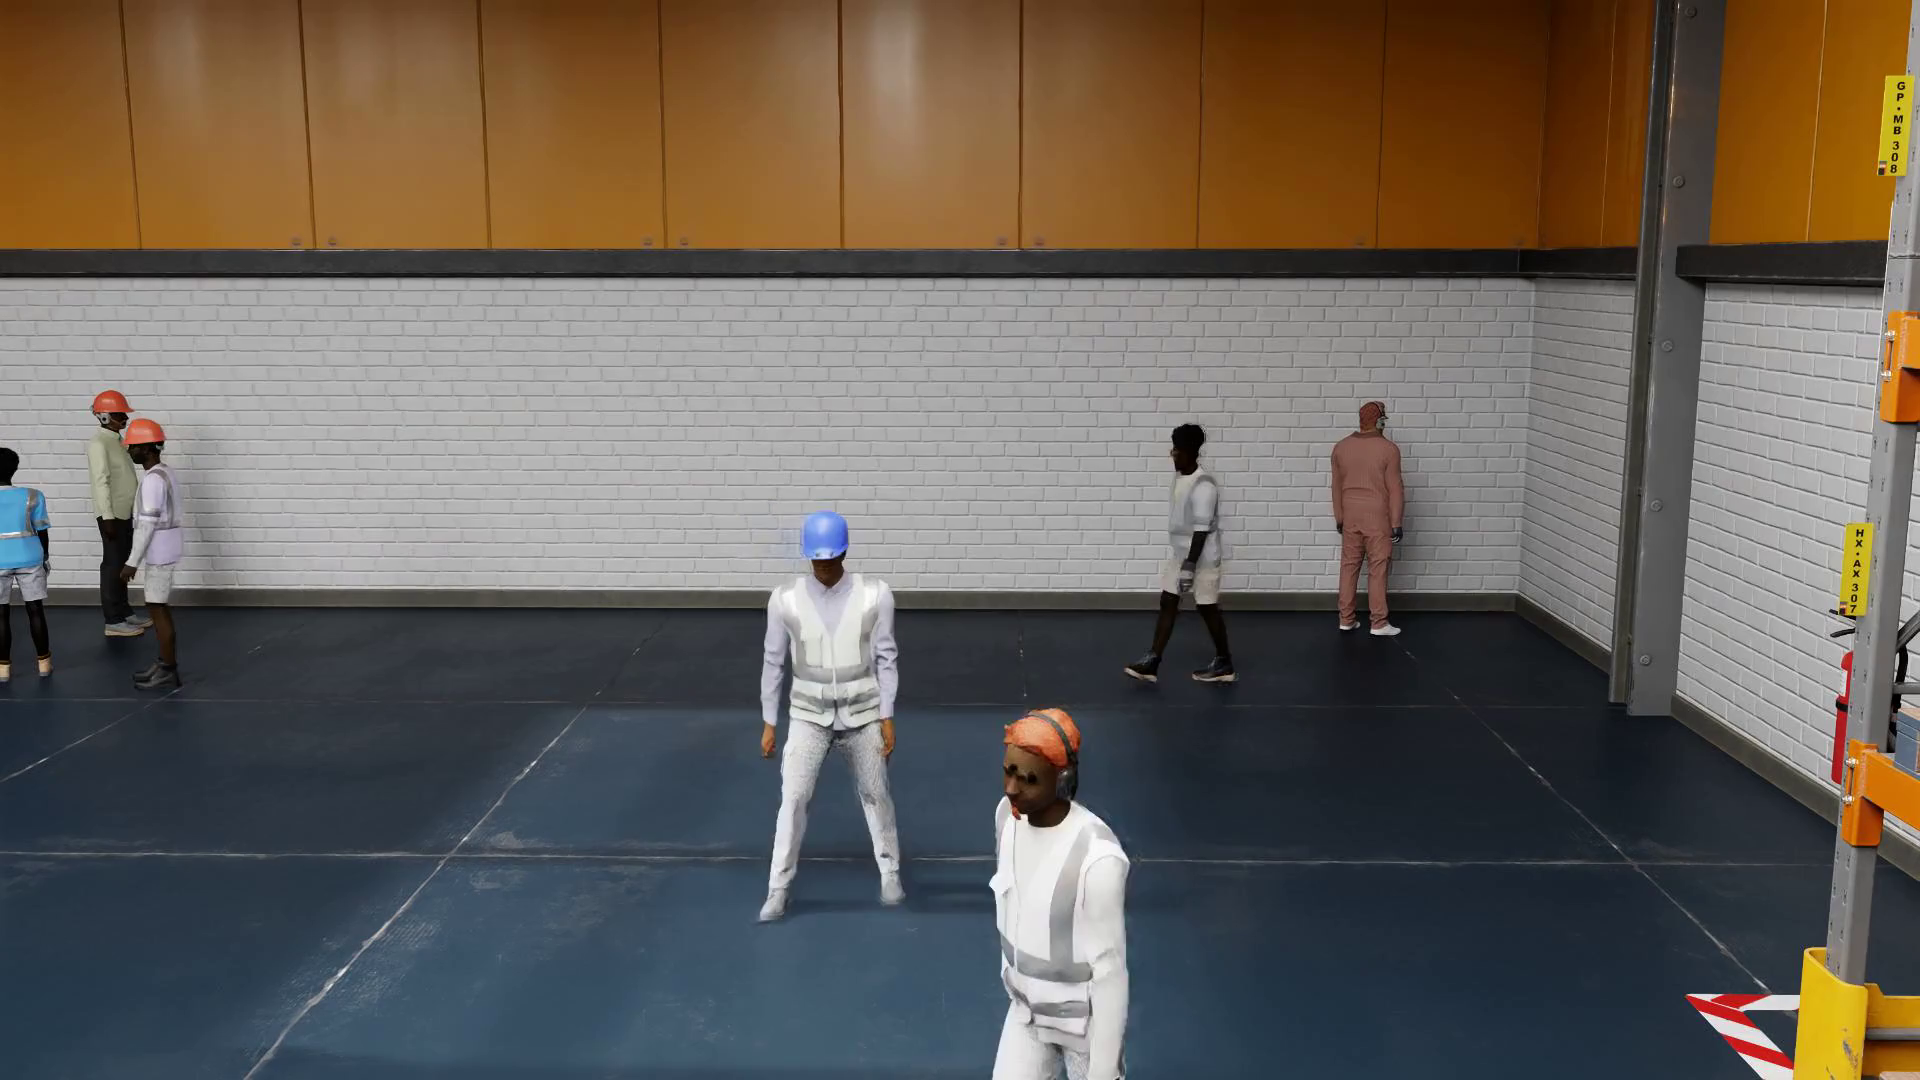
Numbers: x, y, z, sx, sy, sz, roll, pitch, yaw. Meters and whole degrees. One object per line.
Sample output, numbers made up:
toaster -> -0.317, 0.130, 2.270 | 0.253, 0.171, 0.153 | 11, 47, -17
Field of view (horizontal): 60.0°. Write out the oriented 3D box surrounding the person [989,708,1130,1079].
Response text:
person -> 0.351, 1.331, 4.767 | 0.923, 1.834, 0.622 | -7, 12, -34

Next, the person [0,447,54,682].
person -> -6.868, 0.176, 12.050 | 0.535, 1.697, 0.318 | -7, 12, -36

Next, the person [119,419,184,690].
person -> -5.723, 0.106, 11.779 | 0.410, 1.933, 0.558 | -3, 10, -20

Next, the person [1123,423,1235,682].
person -> 1.579, 0.110, 11.815 | 0.923, 1.902, 0.686 | -3, 10, -17

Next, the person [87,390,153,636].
person -> -6.862, -0.224, 13.552 | 0.386, 1.992, 0.624 | -2, 10, -12

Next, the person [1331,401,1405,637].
person -> 3.331, -0.174, 13.512 | 0.406, 1.910, 0.638 | -9, 13, -43

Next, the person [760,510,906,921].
person -> -0.601, 0.793, 7.721 | 0.639, 1.927, 0.449 | -1, 9, -3
